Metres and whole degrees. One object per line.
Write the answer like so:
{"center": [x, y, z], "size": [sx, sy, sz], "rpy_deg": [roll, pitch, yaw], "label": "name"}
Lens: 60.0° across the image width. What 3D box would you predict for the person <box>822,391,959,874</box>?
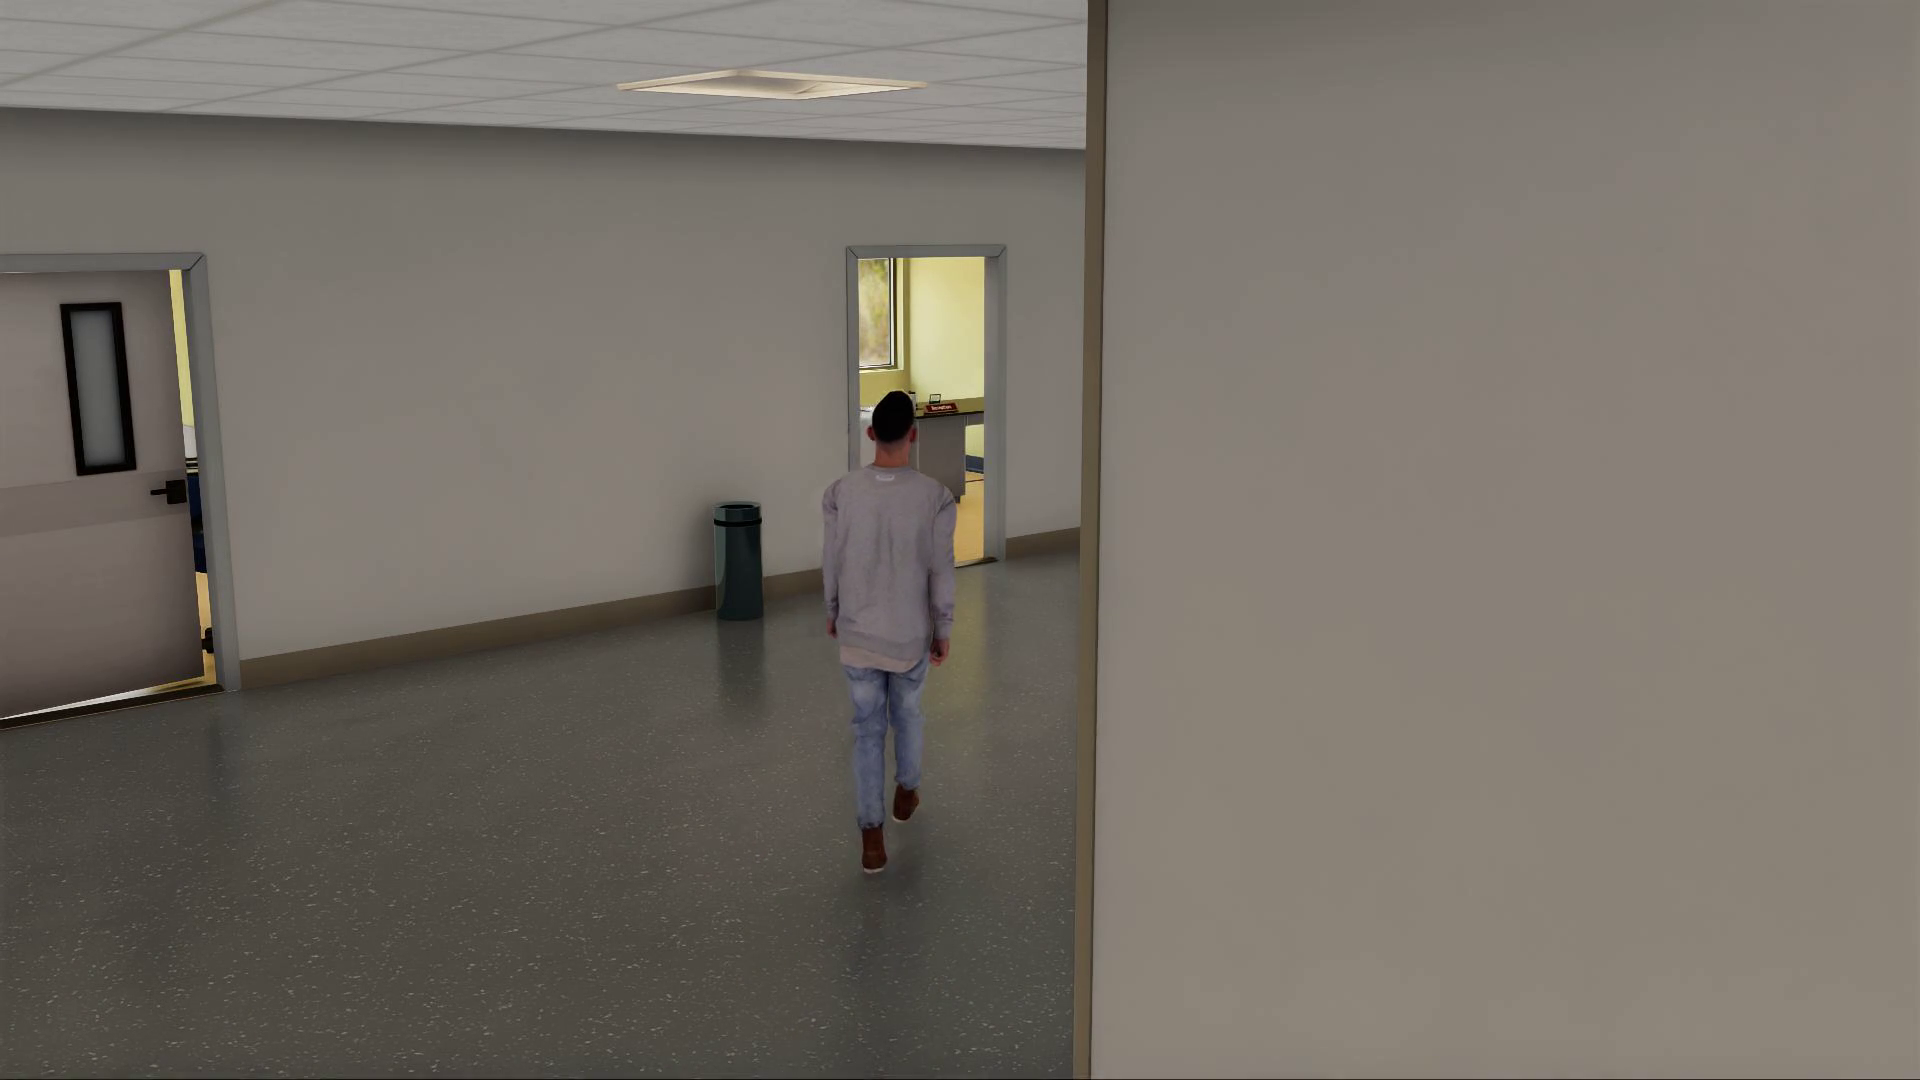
{"center": [-0.296, 0.375, 6.319], "size": [1.182, 1.797, 1.179], "rpy_deg": [0, 11, -1], "label": "person"}
